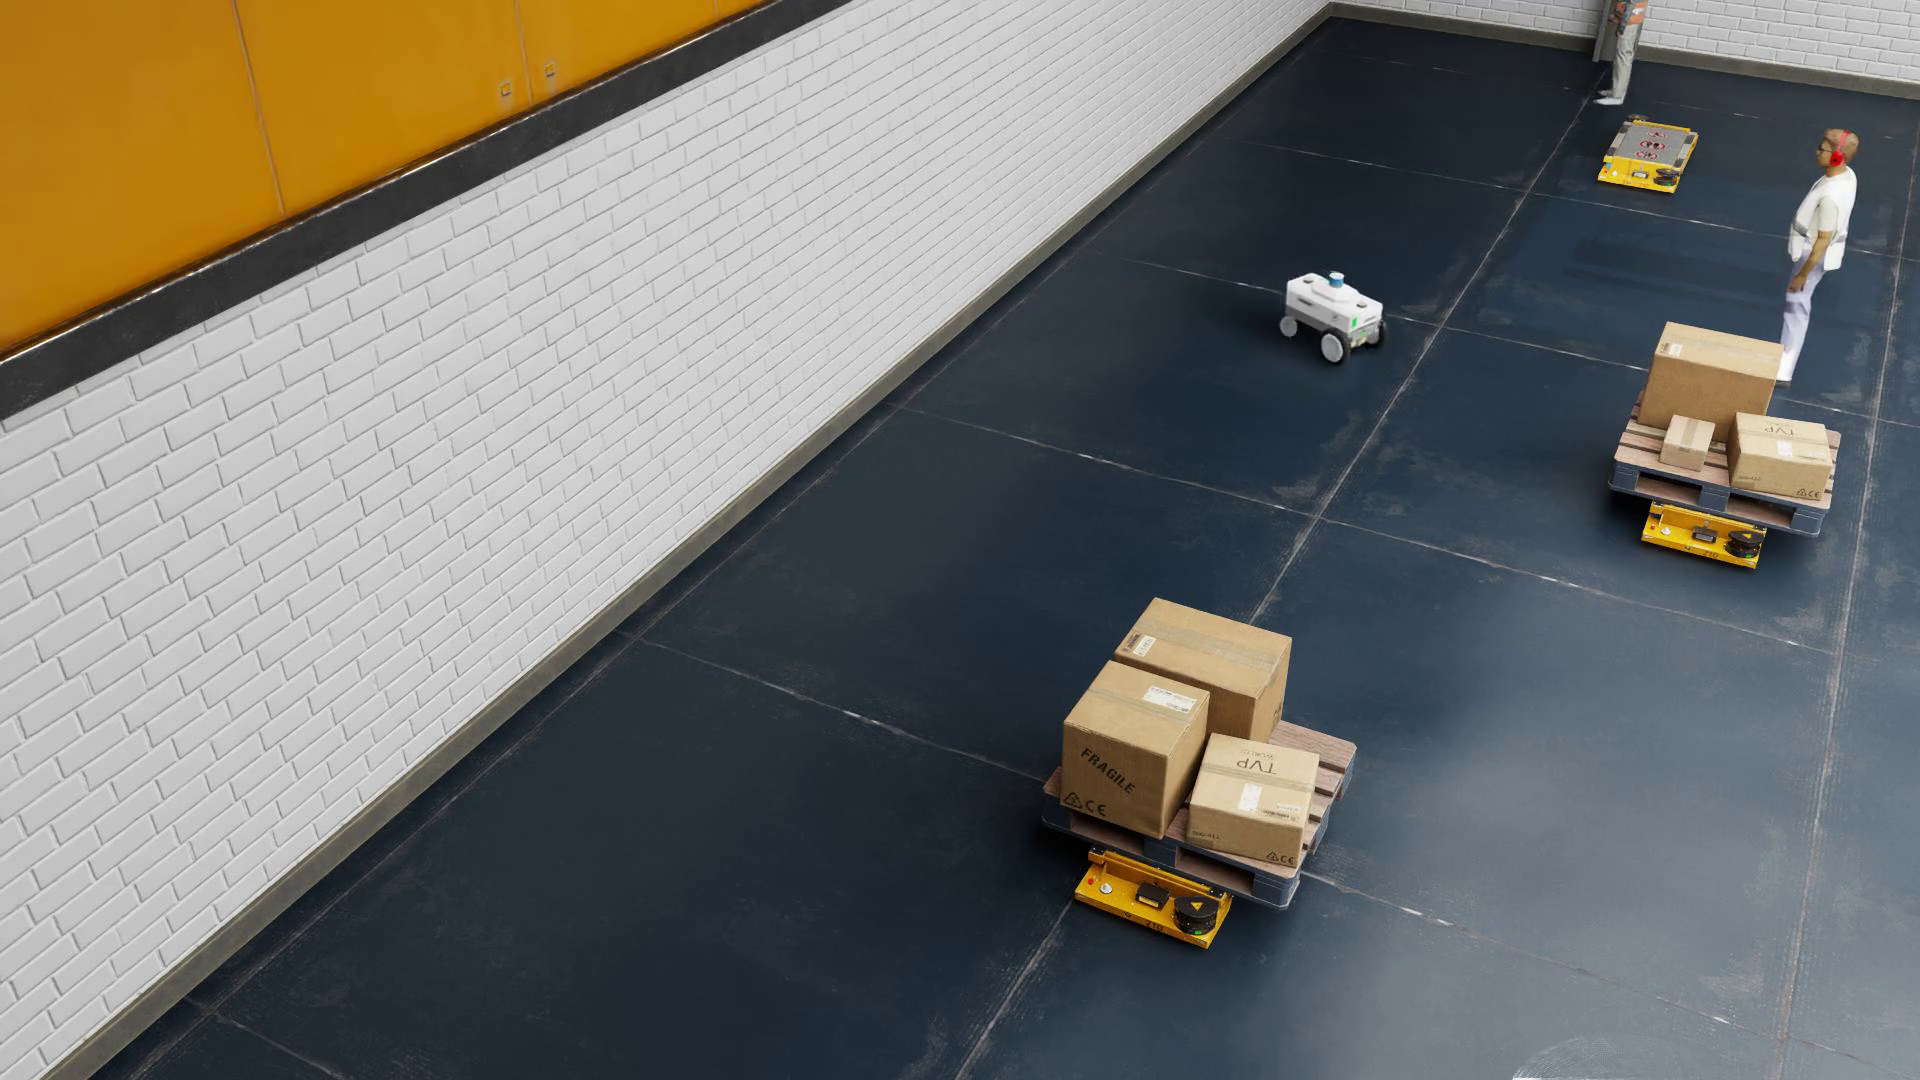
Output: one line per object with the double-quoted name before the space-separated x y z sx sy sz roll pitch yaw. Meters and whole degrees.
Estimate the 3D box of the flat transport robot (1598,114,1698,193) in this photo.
"flat transport robot" 6.331 -3.546 15.253 0.659 0.231 1.431 17 37 23

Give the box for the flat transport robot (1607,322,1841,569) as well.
"flat transport robot" 4.755 -0.320 10.454 0.659 0.231 1.431 17 37 23

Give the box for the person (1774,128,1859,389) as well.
"person" 5.834 -1.915 11.413 0.379 1.844 0.568 16 37 22

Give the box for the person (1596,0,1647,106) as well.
"person" 6.553 -5.102 16.346 0.316 1.633 0.524 15 37 22

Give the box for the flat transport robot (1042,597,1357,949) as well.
"flat transport robot" 1.147 1.328 8.002 0.659 0.231 1.431 17 37 23

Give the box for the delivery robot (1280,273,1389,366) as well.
"delivery robot" 2.742 -1.659 12.189 0.499 0.595 0.781 -23 40 -30
